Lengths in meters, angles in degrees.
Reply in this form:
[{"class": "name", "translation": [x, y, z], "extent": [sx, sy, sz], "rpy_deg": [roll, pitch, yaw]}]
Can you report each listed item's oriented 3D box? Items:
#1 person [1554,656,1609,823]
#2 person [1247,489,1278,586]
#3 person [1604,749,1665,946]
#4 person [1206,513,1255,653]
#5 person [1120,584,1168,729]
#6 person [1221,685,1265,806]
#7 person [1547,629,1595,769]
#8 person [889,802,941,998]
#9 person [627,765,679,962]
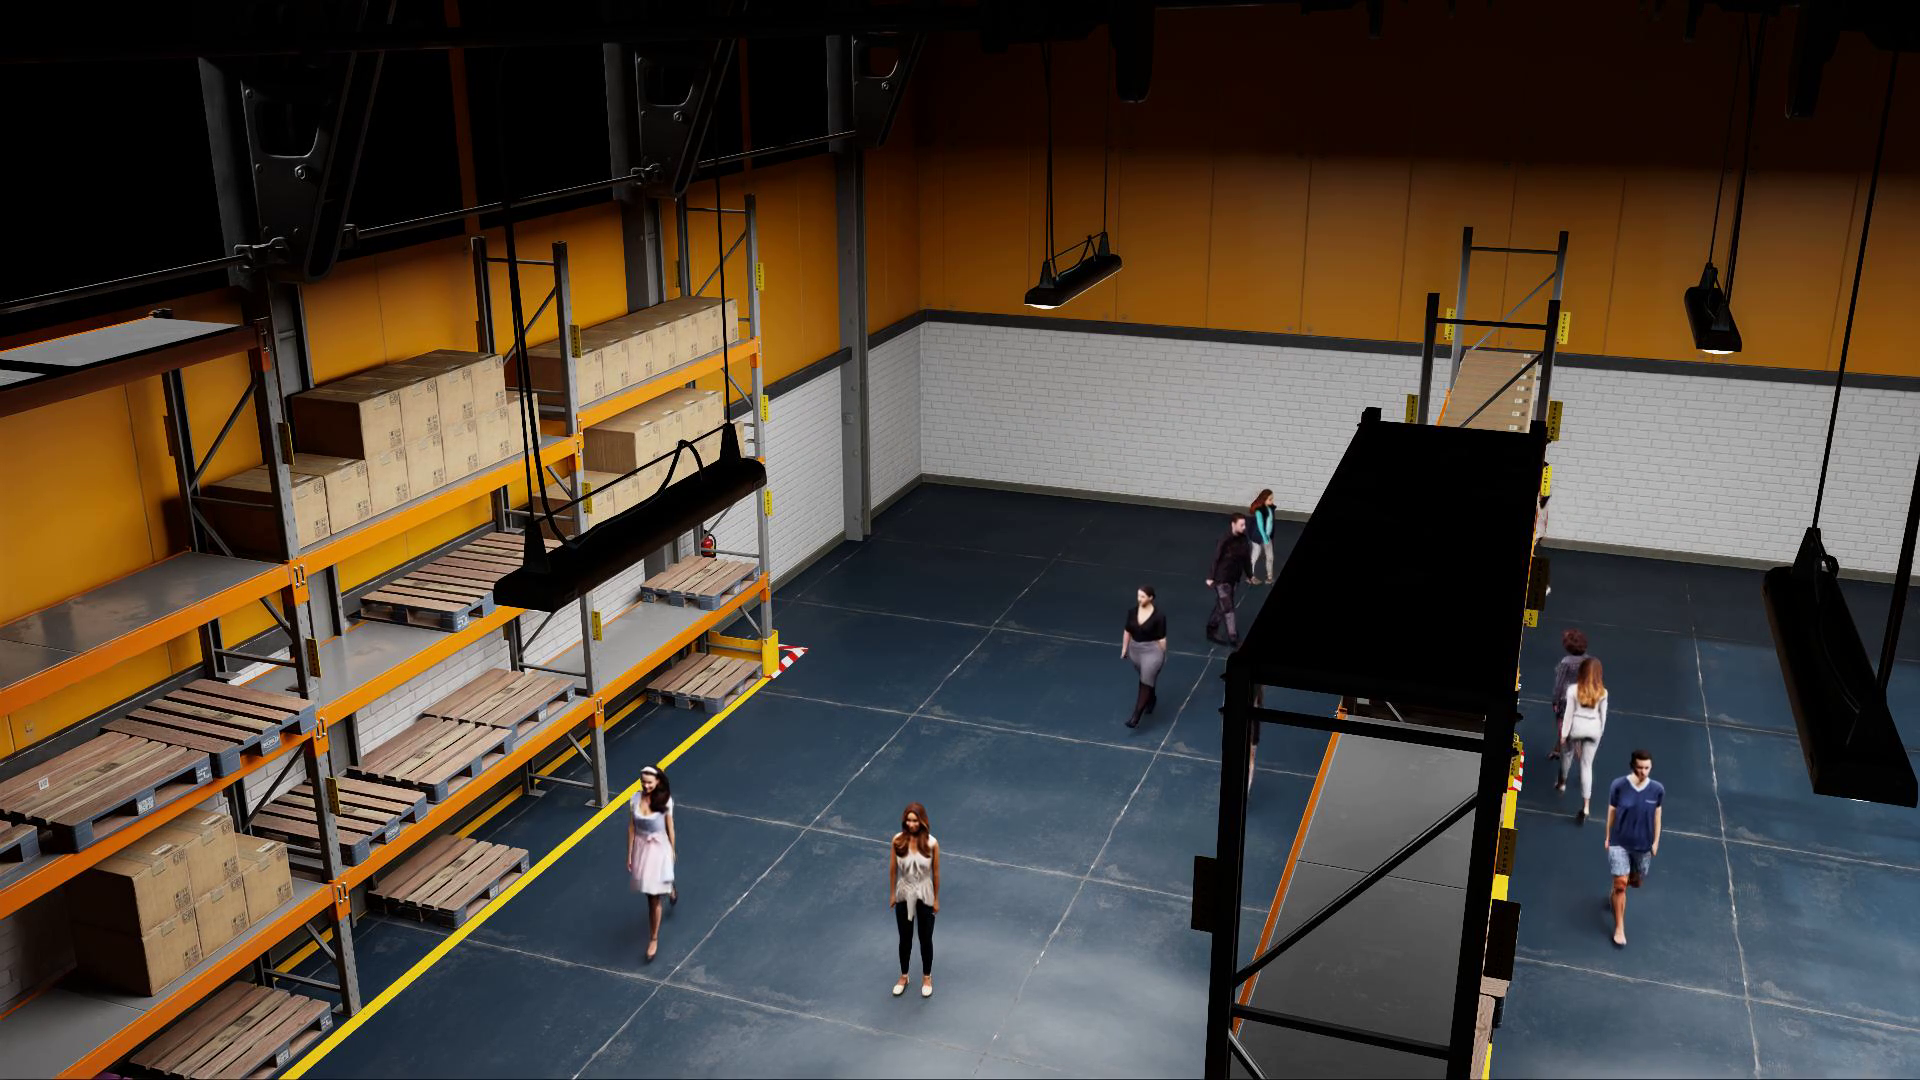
[{"class": "person", "translation": [6.503, 2.094, 17.293], "extent": [0.764, 1.723, 1.080], "rpy_deg": [2, 19, 6]}, {"class": "person", "translation": [4.298, -0.054, 24.061], "extent": [0.798, 1.474, 0.783], "rpy_deg": [17, 25, 40]}, {"class": "person", "translation": [6.139, 2.729, 15.249], "extent": [0.719, 1.824, 1.085], "rpy_deg": [4, 19, 11]}, {"class": "person", "translation": [3.422, 0.531, 21.717], "extent": [1.215, 1.860, 1.105], "rpy_deg": [-17, 25, -40]}, {"class": "person", "translation": [2.246, 1.330, 19.578], "extent": [0.926, 1.712, 1.192], "rpy_deg": [14, 23, 36]}, {"class": "person", "translation": [3.029, 1.977, 17.828], "extent": [0.731, 1.602, 1.125], "rpy_deg": [3, 19, 8]}, {"class": "person", "translation": [6.729, 1.814, 18.207], "extent": [1.025, 1.671, 1.084], "rpy_deg": [-8, 20, -23]}, {"class": "person", "translation": [-0.382, 3.071, 14.294], "extent": [0.626, 1.785, 0.590], "rpy_deg": [2, 19, 7]}, {"class": "person", "translation": [-2.754, 2.828, 15.014], "extent": [0.748, 1.786, 1.175], "rpy_deg": [4, 19, 12]}]
